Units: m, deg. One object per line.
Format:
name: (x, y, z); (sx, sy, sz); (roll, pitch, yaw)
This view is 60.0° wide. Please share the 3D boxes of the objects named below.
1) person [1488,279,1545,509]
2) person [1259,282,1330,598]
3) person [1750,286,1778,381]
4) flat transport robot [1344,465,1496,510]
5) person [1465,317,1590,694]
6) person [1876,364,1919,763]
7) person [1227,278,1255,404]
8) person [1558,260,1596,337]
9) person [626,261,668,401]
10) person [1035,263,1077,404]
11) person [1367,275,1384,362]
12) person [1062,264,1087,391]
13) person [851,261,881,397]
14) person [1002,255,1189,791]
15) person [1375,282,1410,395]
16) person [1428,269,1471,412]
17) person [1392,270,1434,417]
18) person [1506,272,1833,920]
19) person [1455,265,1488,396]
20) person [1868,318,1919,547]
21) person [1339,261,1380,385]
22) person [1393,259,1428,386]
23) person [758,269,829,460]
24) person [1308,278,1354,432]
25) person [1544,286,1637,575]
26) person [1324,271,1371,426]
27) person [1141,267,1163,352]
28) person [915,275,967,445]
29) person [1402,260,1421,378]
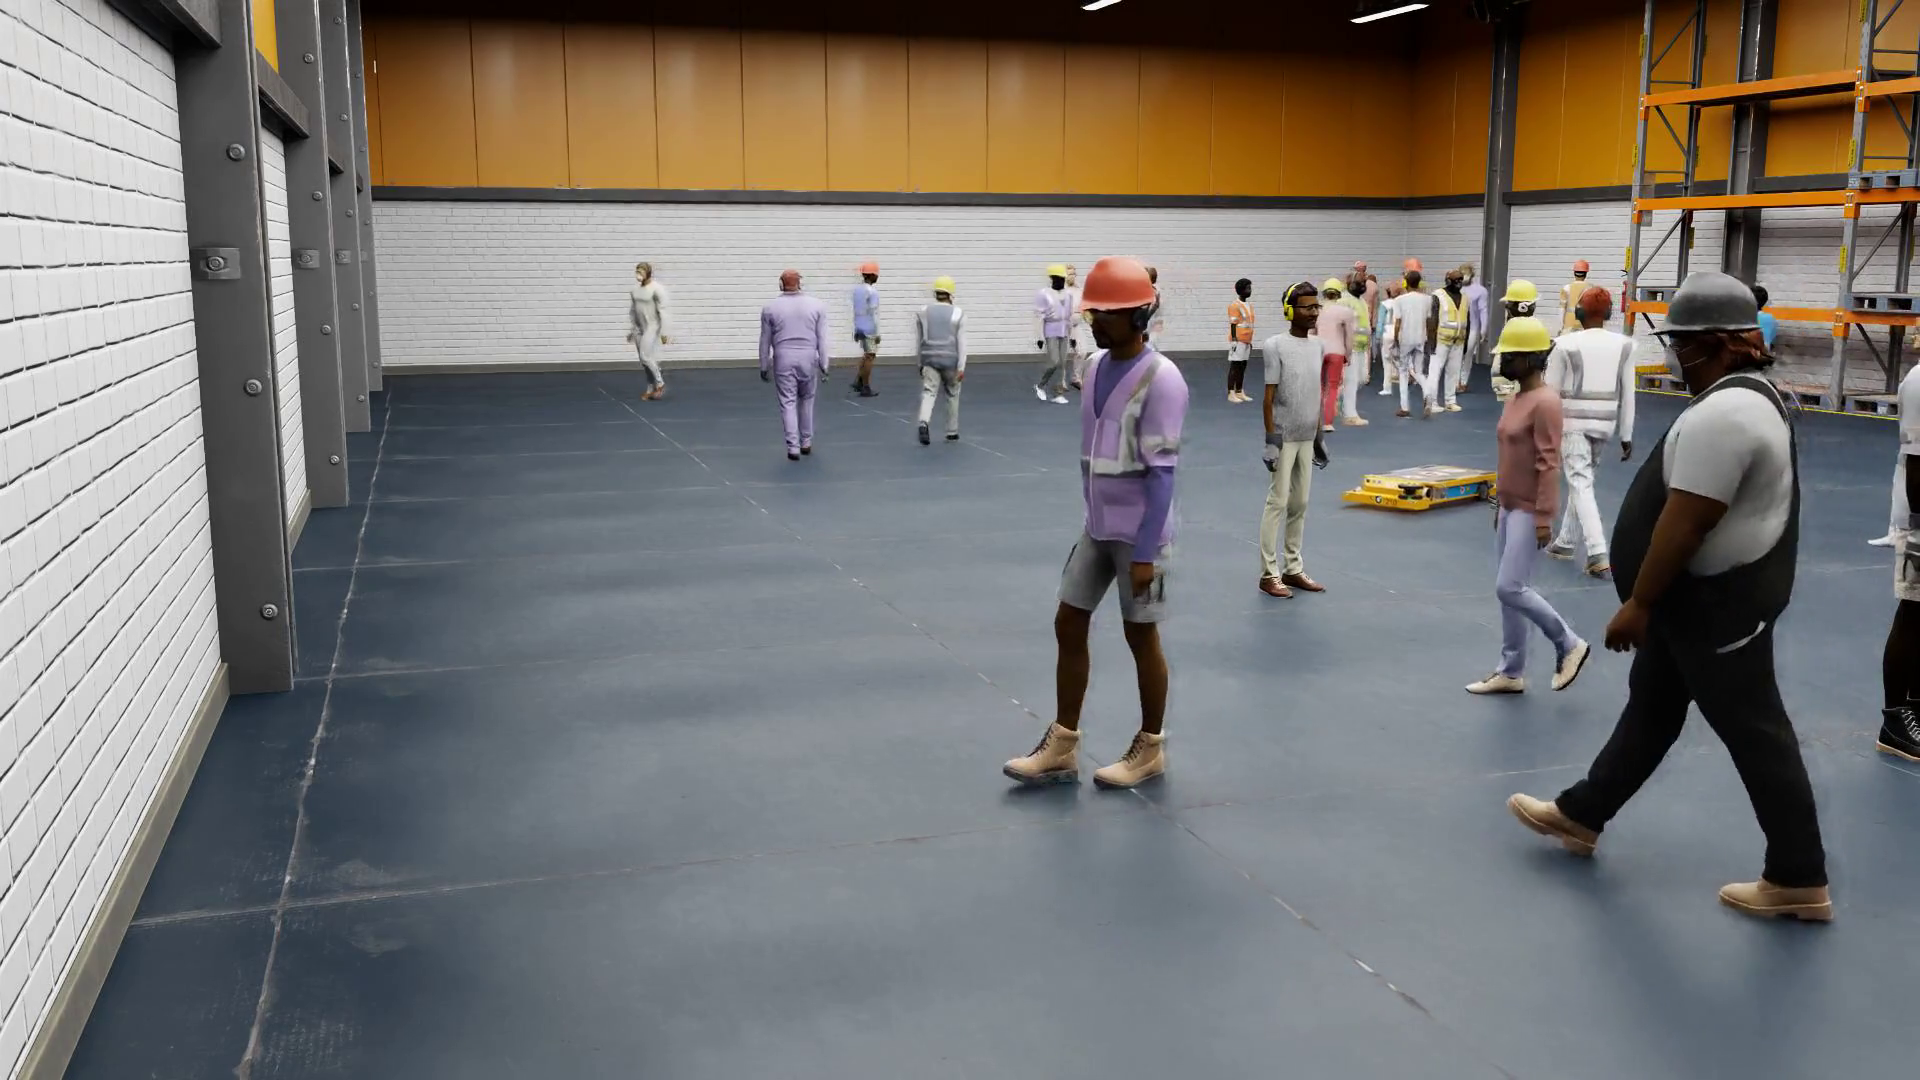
person: (4.445, -1.160, 13.293); (0.404, 1.835, 0.590); (3, 10, 16)
person: (2.011, -0.595, 9.936); (0.515, 1.868, 0.329); (-8, 12, -38)
person: (8.445, -1.855, 17.717); (0.552, 1.695, 0.317); (-5, 11, -27)
flat transport robot: (3.857, -0.447, 13.686); (1.431, 0.197, 0.652); (-9, 13, -41)
person: (2.600, -0.136, 7.577); (0.440, 1.752, 0.547); (0, 10, -2)
person: (3.988, -0.088, 6.722); (0.604, 1.961, 0.367); (-8, 13, -39)
person: (3.835, -2.710, 22.664); (0.316, 1.696, 0.542); (7, 12, 35)
person: (9.238, -3.214, 24.883); (0.546, 1.939, 0.375); (4, 11, 23)
person: (-4.348, -2.874, 22.954); (0.639, 1.920, 0.442); (9, 13, 42)
person: (1.305, -2.789, 22.520); (0.594, 1.913, 0.436); (-8, 13, -40)
person: (7.691, -4.161, 31.251); (0.509, 1.632, 0.266); (1, 10, 8)
person: (1.604, -3.106, 24.456); (0.656, 1.875, 0.600); (-6, 11, -29)
person: (-1.290, -2.993, 23.628); (0.424, 1.925, 0.567); (-7, 12, -36)
person: (0.499, -0.029, 6.179); (0.741, 2.024, 0.643); (-5, 11, -29)
person: (6.216, -2.881, 23.867); (0.528, 1.628, 0.392); (-5, 11, -28)
person: (6.281, -2.546, 21.361); (0.621, 1.833, 0.434); (-4, 10, -20)
person: (5.609, -2.400, 20.491); (0.503, 1.843, 0.666); (-2, 10, -9)
person: (2.307, 0.128, 5.245); (1.036, 2.000, 0.699); (5, 11, 28)
person: (7.258, -3.023, 23.942); (0.650, 1.886, 1.015); (3, 10, 18)
person: (6.641, -0.721, 11.355); (0.589, 1.619, 0.524); (4, 11, 23)
person: (6.109, -3.326, 25.613); (0.651, 1.913, 0.409); (-2, 10, -12)
person: (7.009, -3.372, 25.812); (0.637, 1.931, 1.057); (-4, 11, -23)
person: (-1.676, -1.761, 16.650); (0.677, 1.869, 0.877); (-2, 10, -10)
person: (4.242, -2.116, 19.076); (0.518, 1.745, 0.582); (5, 11, 28)
person: (4.039, -0.715, 10.722); (0.587, 1.840, 0.965); (-1, 10, -7)
person: (4.632, -2.281, 19.802); (0.550, 1.826, 0.638); (7, 12, 37)
person: (2.711, -3.013, 24.001); (0.430, 1.845, 0.619); (2, 10, 13)
person: (-0.213, -1.906, 17.691); (0.586, 1.811, 0.799); (2, 10, 12)
person: (7.298, -3.606, 27.204); (0.410, 1.927, 0.555); (3, 10, 15)
